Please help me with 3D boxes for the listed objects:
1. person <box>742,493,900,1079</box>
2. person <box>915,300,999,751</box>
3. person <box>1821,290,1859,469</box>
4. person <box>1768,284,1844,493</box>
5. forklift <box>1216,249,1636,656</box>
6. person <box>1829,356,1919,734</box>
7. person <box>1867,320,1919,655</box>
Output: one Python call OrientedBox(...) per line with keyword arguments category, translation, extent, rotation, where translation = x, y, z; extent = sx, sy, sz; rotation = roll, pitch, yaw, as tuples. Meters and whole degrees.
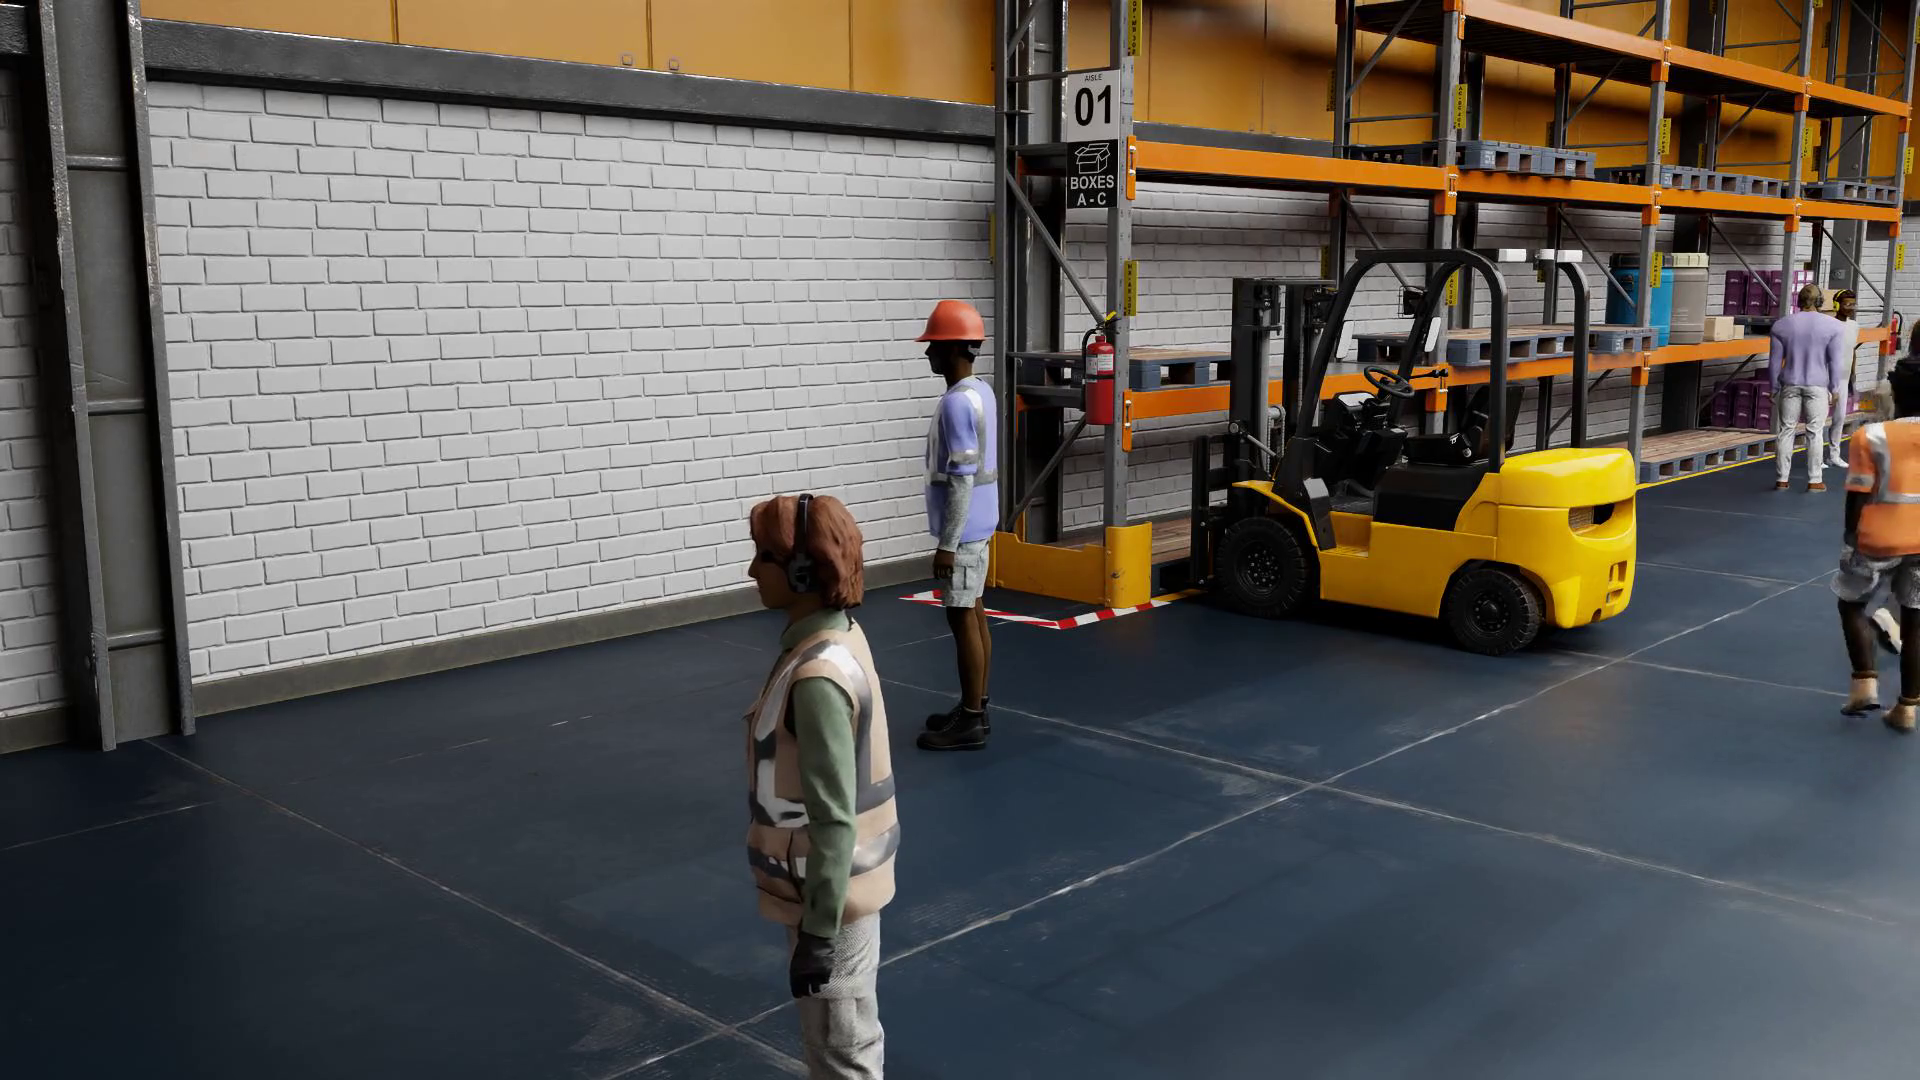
OrientedBox(category="person", translation=(-0.277, 0.718, 3.338), extent=(0.314, 1.638, 0.517), rotation=(-1, 9, -4))
OrientedBox(category="person", translation=(-0.017, -0.057, 7.176), extent=(0.358, 1.938, 0.542), rotation=(2, 9, 10))
OrientedBox(category="person", translation=(9.103, -1.665, 17.288), extent=(0.515, 1.861, 0.320), rotation=(-3, 10, -15))
OrientedBox(category="person", translation=(7.830, -1.401, 15.433), extent=(0.627, 1.934, 0.370), rotation=(7, 12, 37))
OrientedBox(category="forklift", translation=(2.710, -0.584, 9.626), extent=(2.313, 2.155, 1.214), rotation=(9, 13, 43))
OrientedBox(category="person", translation=(4.214, 0.025, 7.449), extent=(0.547, 1.686, 0.390), rotation=(2, 9, 10))
OrientedBox(category="person", translation=(5.062, -0.267, 8.792), extent=(0.603, 1.834, 0.536), rotation=(-5, 10, -27))
